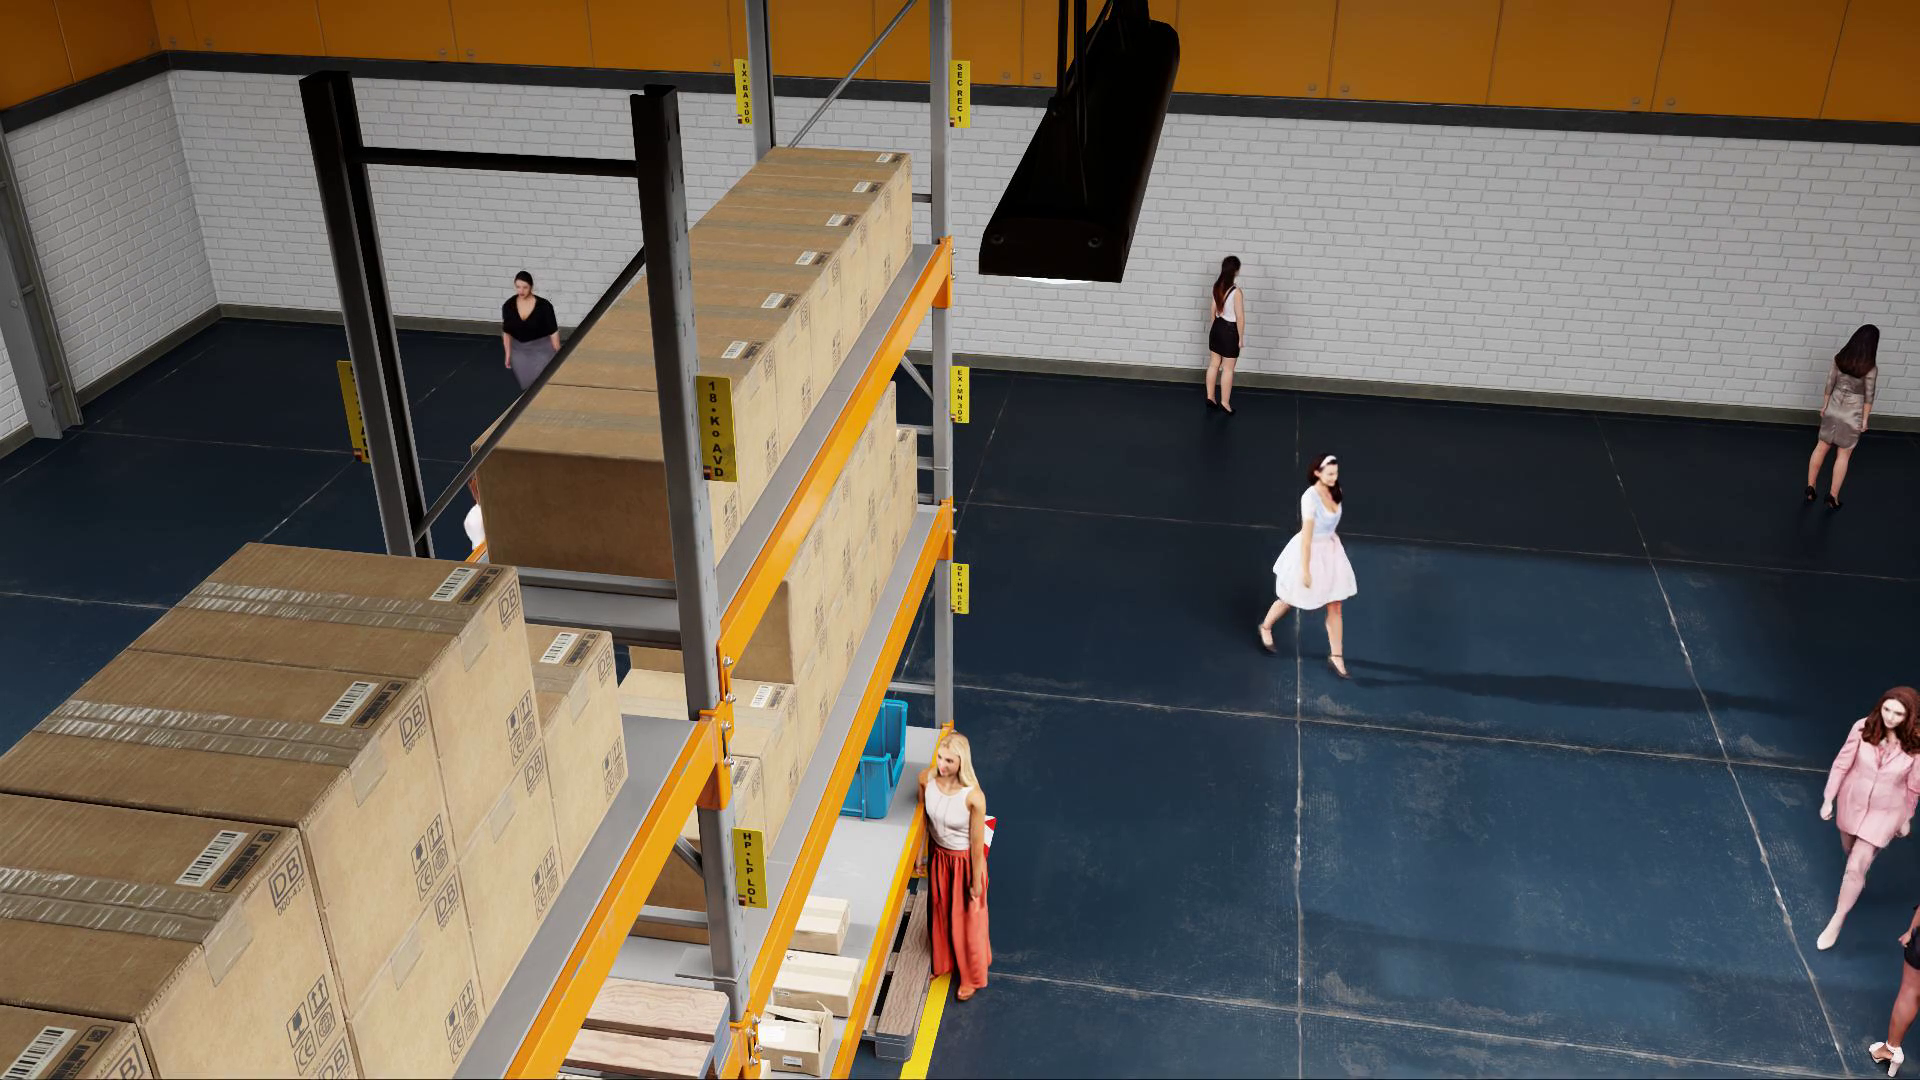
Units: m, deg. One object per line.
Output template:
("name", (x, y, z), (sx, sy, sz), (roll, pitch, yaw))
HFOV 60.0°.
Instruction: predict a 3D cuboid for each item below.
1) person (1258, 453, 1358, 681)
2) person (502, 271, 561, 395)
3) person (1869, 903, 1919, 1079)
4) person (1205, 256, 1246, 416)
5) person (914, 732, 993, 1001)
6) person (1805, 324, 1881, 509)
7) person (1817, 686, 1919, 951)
("person", (2.579, 0.171, 12.506), (1.118, 1.776, 1.117), (-24, 37, -36))
("person", (-4.114, -1.823, 16.197), (0.668, 1.741, 0.749), (5, 29, 8))
("person", (5.260, 2.147, 8.872), (0.564, 1.786, 0.562), (6, 29, 10))
("person", (2.667, -2.058, 16.724), (0.686, 1.649, 0.641), (-22, 35, -34))
("person", (-0.027, 1.828, 9.443), (0.720, 1.799, 0.739), (20, 34, 32))
("person", (7.905, -1.106, 14.876), (0.714, 1.747, 0.649), (-18, 33, -29))
("person", (5.463, 1.582, 9.936), (1.005, 1.759, 1.170), (23, 36, 36))
